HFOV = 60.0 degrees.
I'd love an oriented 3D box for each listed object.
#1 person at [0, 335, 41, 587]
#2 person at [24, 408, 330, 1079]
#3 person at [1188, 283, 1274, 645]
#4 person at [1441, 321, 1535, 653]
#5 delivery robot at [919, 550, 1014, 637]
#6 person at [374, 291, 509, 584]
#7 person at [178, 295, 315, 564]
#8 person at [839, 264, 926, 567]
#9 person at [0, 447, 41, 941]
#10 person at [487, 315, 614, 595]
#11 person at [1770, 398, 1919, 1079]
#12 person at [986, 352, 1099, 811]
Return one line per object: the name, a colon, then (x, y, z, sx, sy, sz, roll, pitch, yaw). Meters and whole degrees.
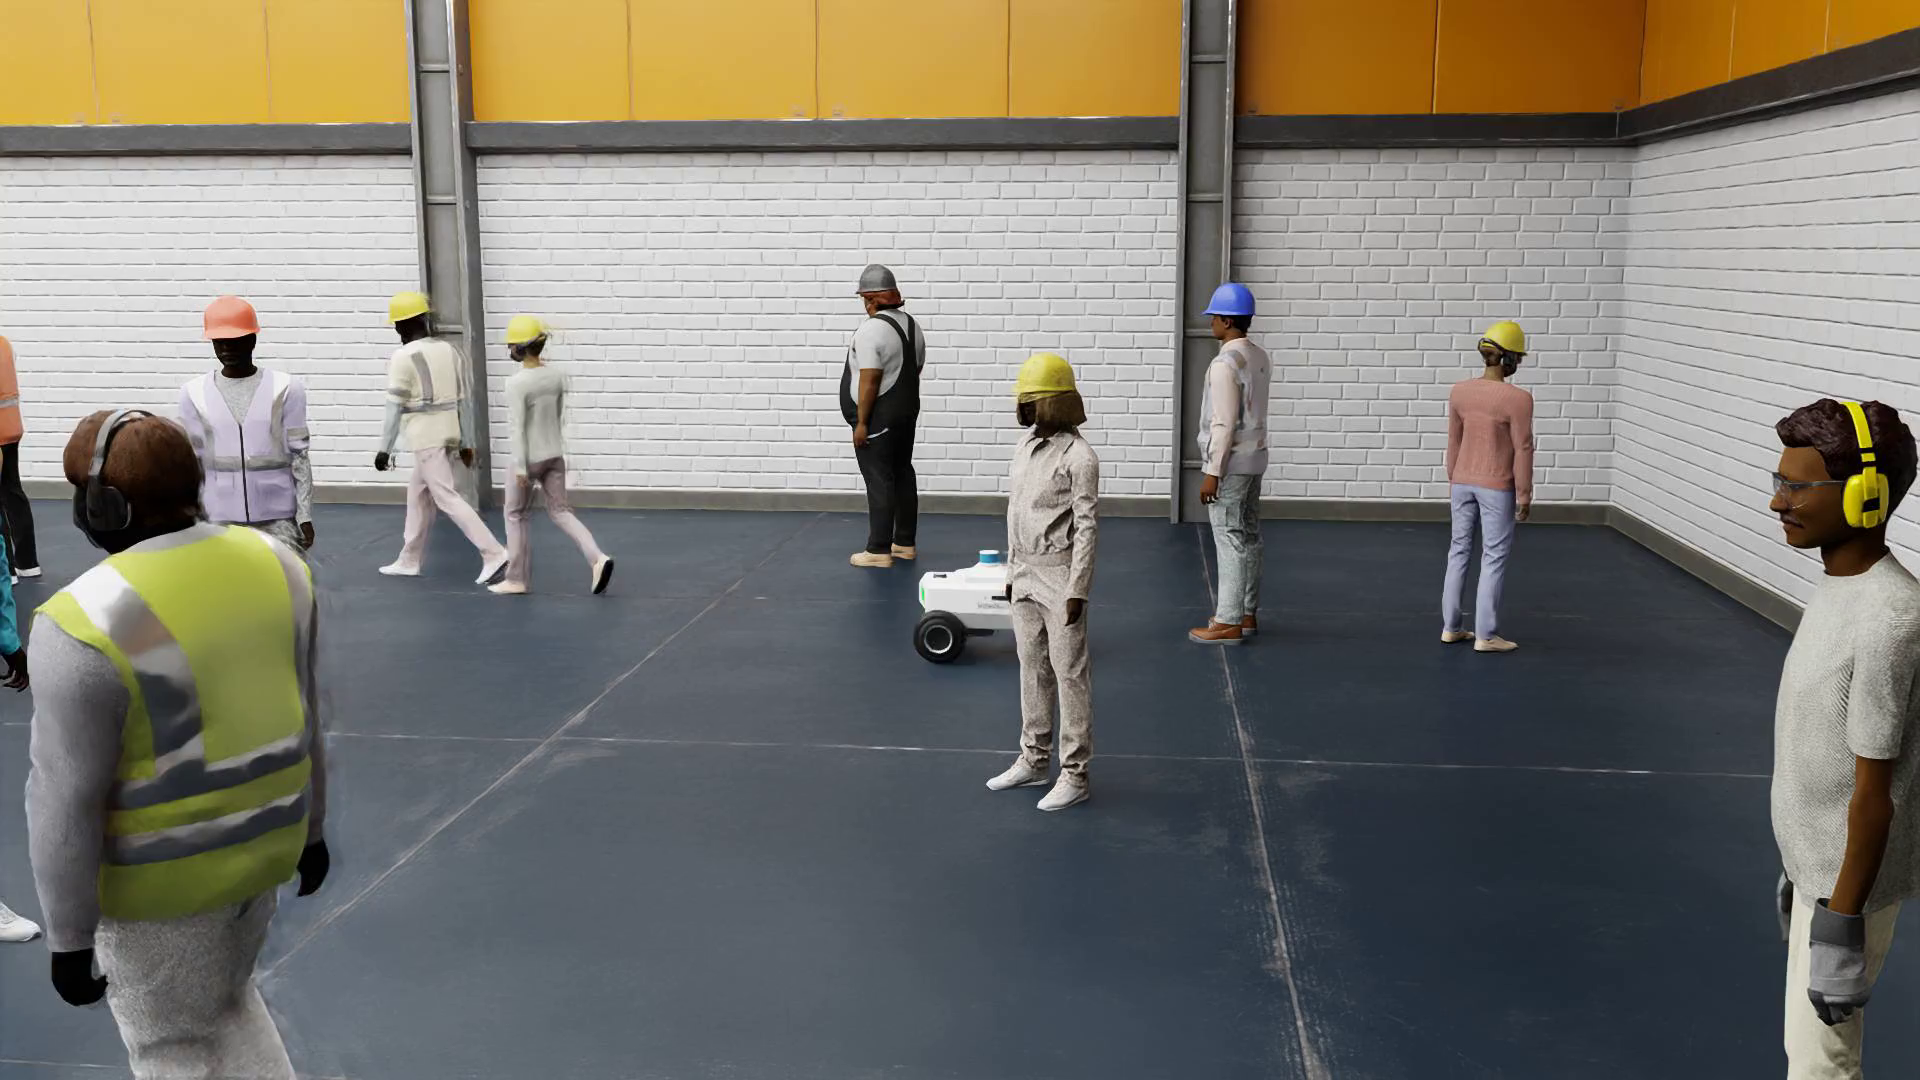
person: (-6.158, -0.653, 10.512, 0.397, 1.917, 0.594, 0, 10, -2)
person: (-1.529, 0.652, 3.284, 0.444, 1.826, 0.654, 4, 11, 20)
person: (1.471, -0.405, 8.995, 0.389, 1.949, 0.603, 6, 11, 30)
person: (2.811, -0.276, 8.819, 0.338, 1.756, 0.532, -7, 12, -34)
delivery robot: (0.153, 0.297, 8.695, 0.707, 0.478, 0.477, 1, 10, 8)
person: (-3.326, -0.651, 10.647, 0.974, 1.873, 0.598, 3, 10, 14)
person: (-3.204, -0.132, 7.505, 0.544, 1.932, 0.375, -2, 10, -14)
person: (-0.556, -0.846, 11.255, 0.535, 2.000, 0.688, 6, 11, 29)
person: (-3.088, 0.320, 4.949, 0.390, 1.913, 0.588, 5, 11, 27)
person: (-2.537, -0.504, 10.166, 0.774, 1.737, 0.526, 5, 11, 27)
person: (1.636, 0.663, 3.159, 0.334, 1.856, 0.509, 4, 11, 21)
person: (0.327, 0.156, 6.371, 0.295, 1.744, 0.485, -7, 12, -34)
